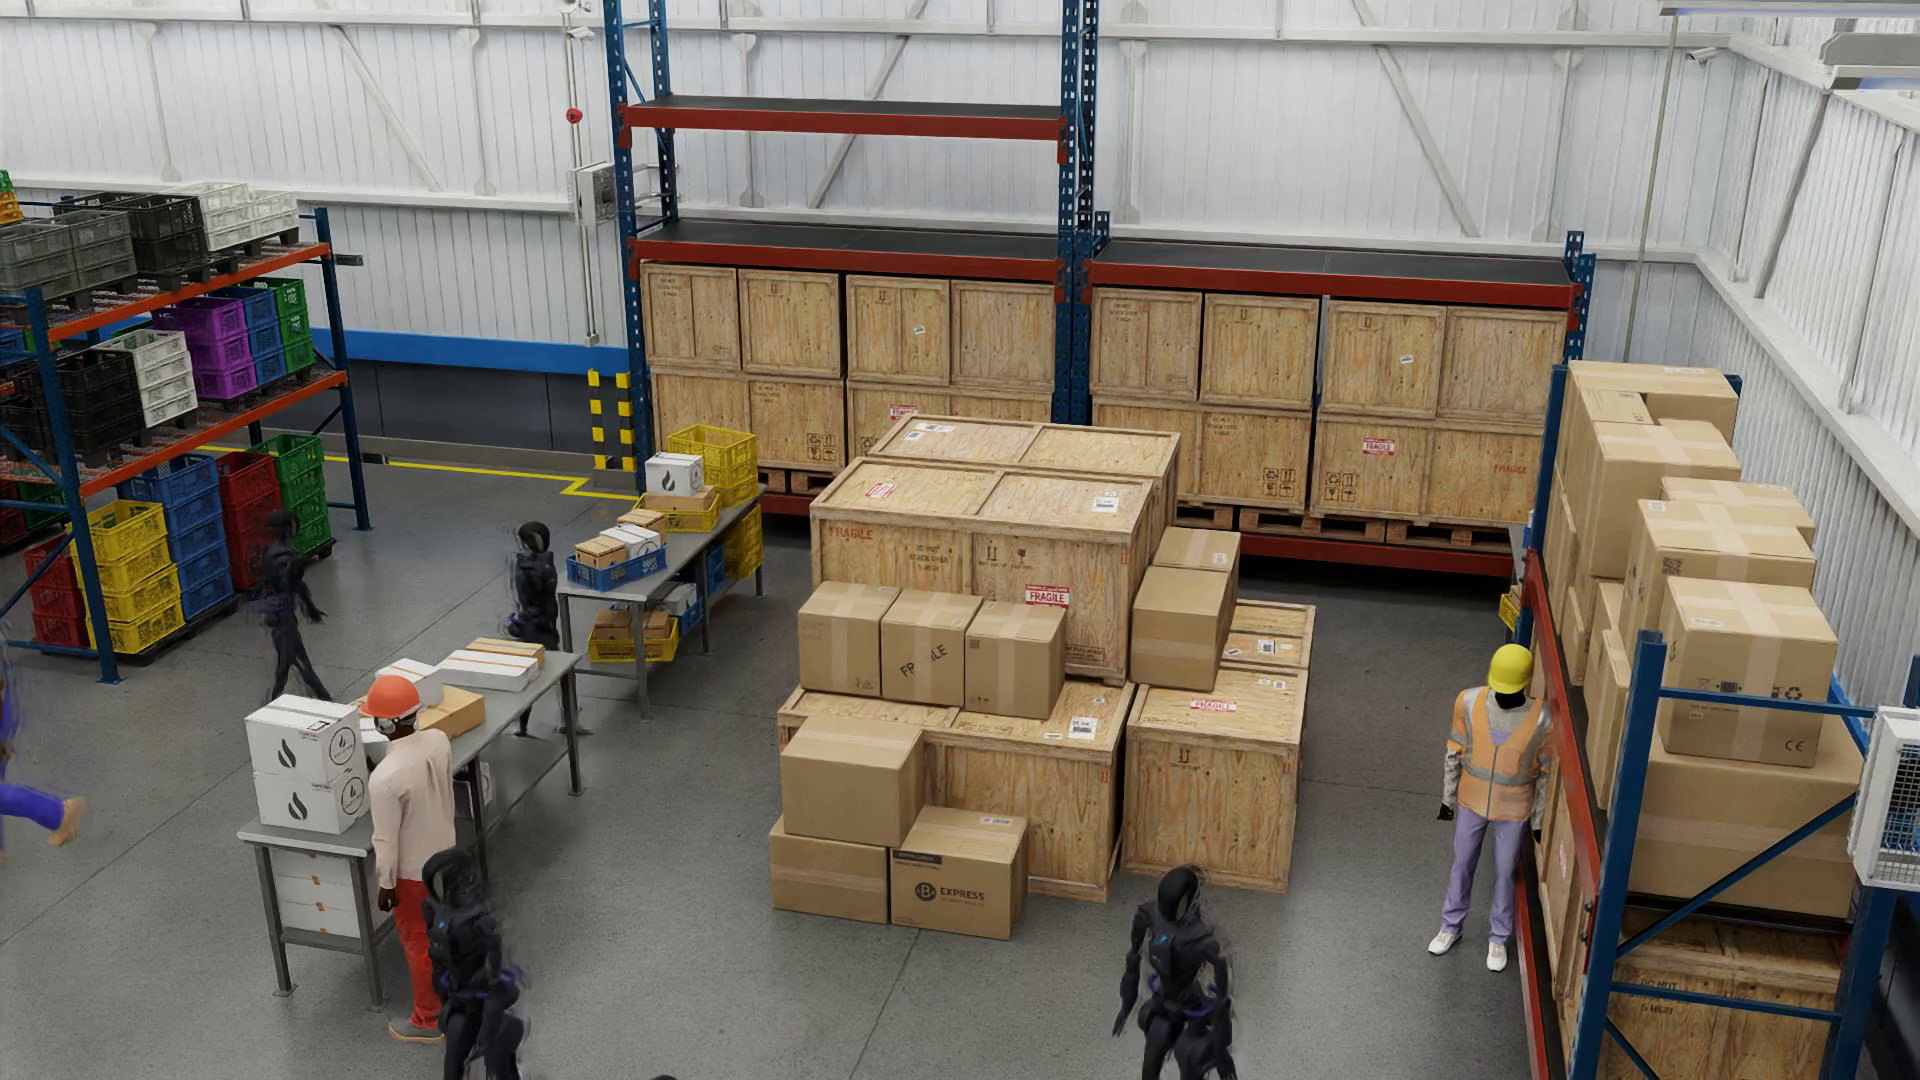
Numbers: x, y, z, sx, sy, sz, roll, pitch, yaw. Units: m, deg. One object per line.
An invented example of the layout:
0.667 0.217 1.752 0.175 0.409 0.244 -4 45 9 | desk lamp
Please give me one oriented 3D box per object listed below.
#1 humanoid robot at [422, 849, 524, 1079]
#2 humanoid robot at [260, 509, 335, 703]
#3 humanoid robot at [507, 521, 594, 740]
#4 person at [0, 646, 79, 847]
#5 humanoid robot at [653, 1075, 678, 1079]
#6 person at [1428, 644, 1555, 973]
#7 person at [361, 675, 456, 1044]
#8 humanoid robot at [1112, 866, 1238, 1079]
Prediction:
-2.178 2.142 7.557 0.577 1.648 0.732 10 23 25 | humanoid robot
-4.642 0.569 11.634 0.749 1.626 0.626 -8 22 -21 | humanoid robot
-2.860 0.658 11.357 0.627 1.640 0.562 6 22 16 | humanoid robot
-5.824 1.041 9.843 0.686 2.000 0.690 -19 28 -40 | person
-1.036 2.666 6.088 0.575 1.652 0.346 1 21 3 | humanoid robot
2.890 1.431 8.995 0.584 1.917 0.375 12 24 28 | person
-2.764 1.606 8.450 0.395 1.990 0.621 5 22 13 | person
1.026 2.134 7.498 0.530 1.628 0.636 -18 27 -39 | humanoid robot
